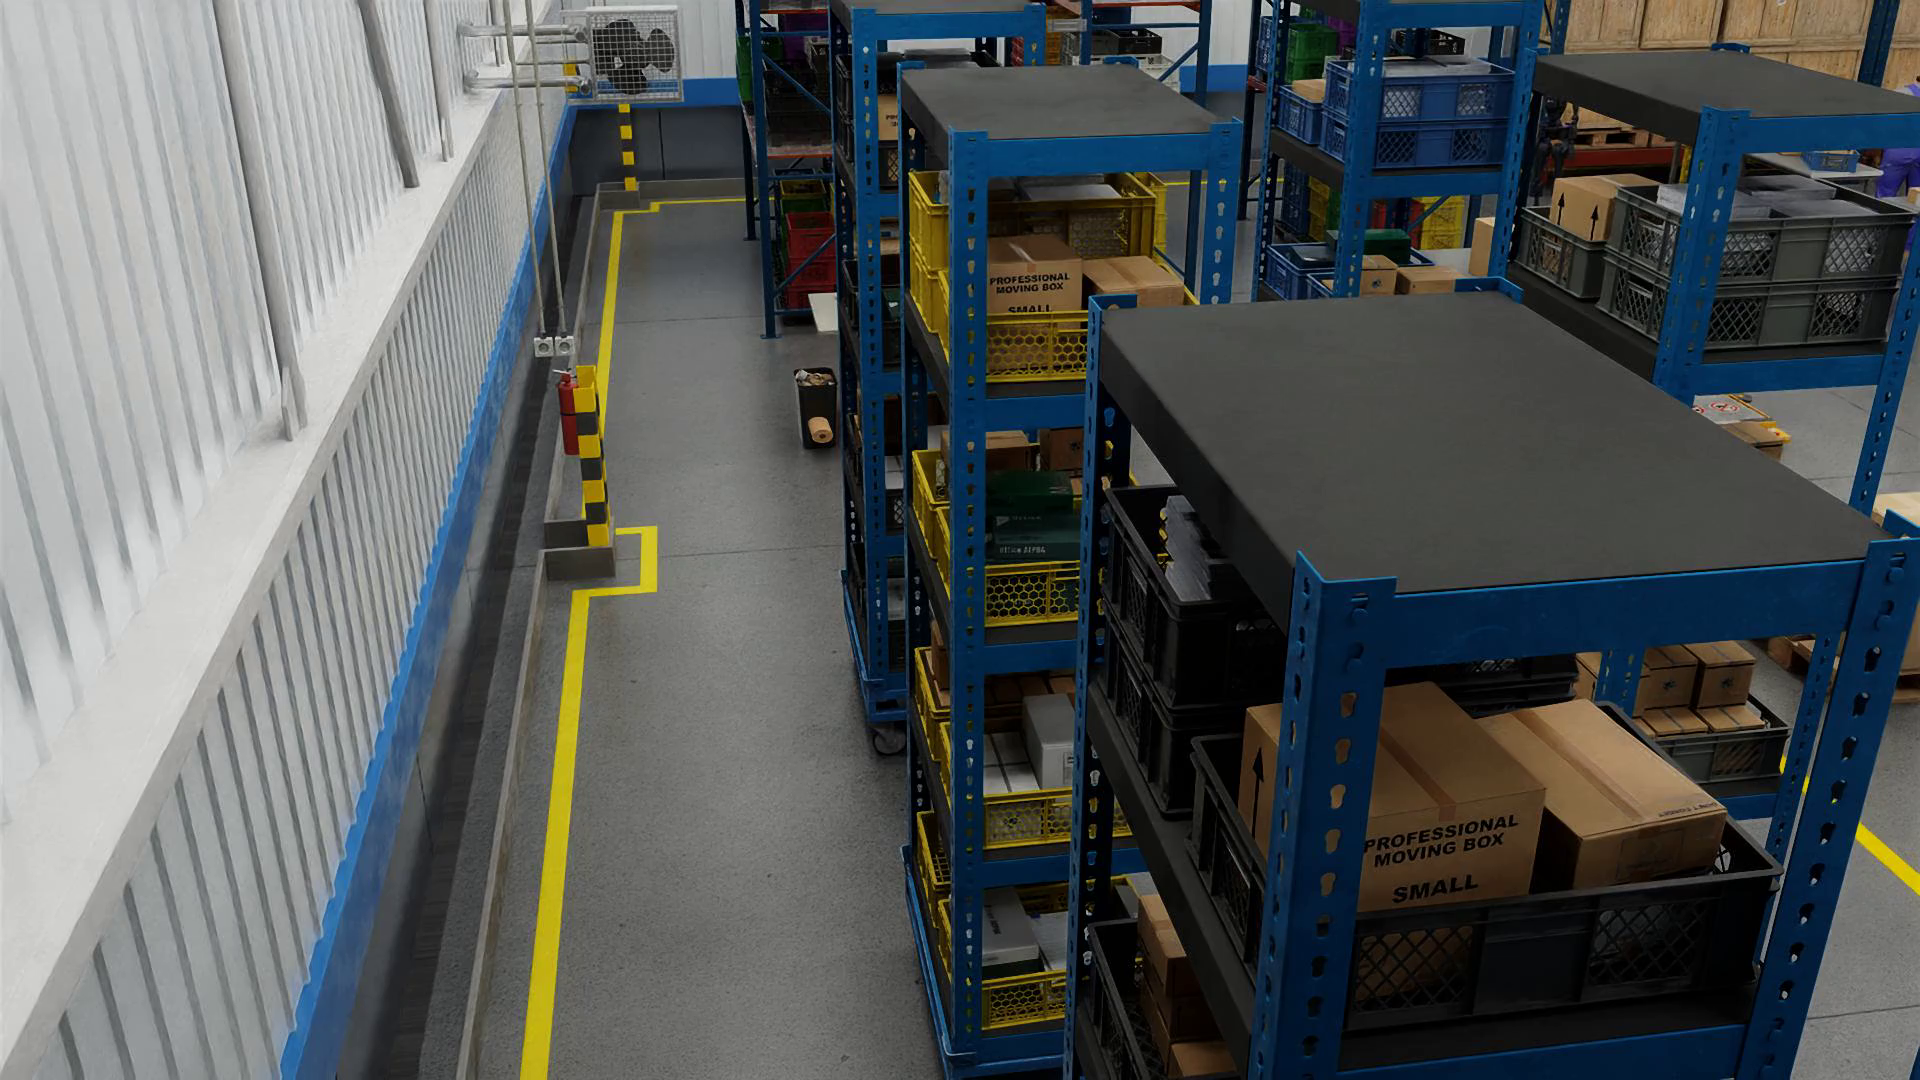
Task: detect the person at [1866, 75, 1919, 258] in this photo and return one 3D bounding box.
[{"bbox_3d":[9.450,-3.834,16.514,0.679,2.000,0.536,9,26,19],"label":"person"}]

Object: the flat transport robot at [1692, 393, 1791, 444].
[{"bbox_3d":[5.224,-0.859,12.132,1.431,0.197,0.652,-4,25,-8],"label":"flat transport robot"}]

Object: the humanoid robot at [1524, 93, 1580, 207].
[{"bbox_3d":[6.418,-4.332,18.028,0.593,1.649,0.322,22,33,40],"label":"humanoid robot"}]
